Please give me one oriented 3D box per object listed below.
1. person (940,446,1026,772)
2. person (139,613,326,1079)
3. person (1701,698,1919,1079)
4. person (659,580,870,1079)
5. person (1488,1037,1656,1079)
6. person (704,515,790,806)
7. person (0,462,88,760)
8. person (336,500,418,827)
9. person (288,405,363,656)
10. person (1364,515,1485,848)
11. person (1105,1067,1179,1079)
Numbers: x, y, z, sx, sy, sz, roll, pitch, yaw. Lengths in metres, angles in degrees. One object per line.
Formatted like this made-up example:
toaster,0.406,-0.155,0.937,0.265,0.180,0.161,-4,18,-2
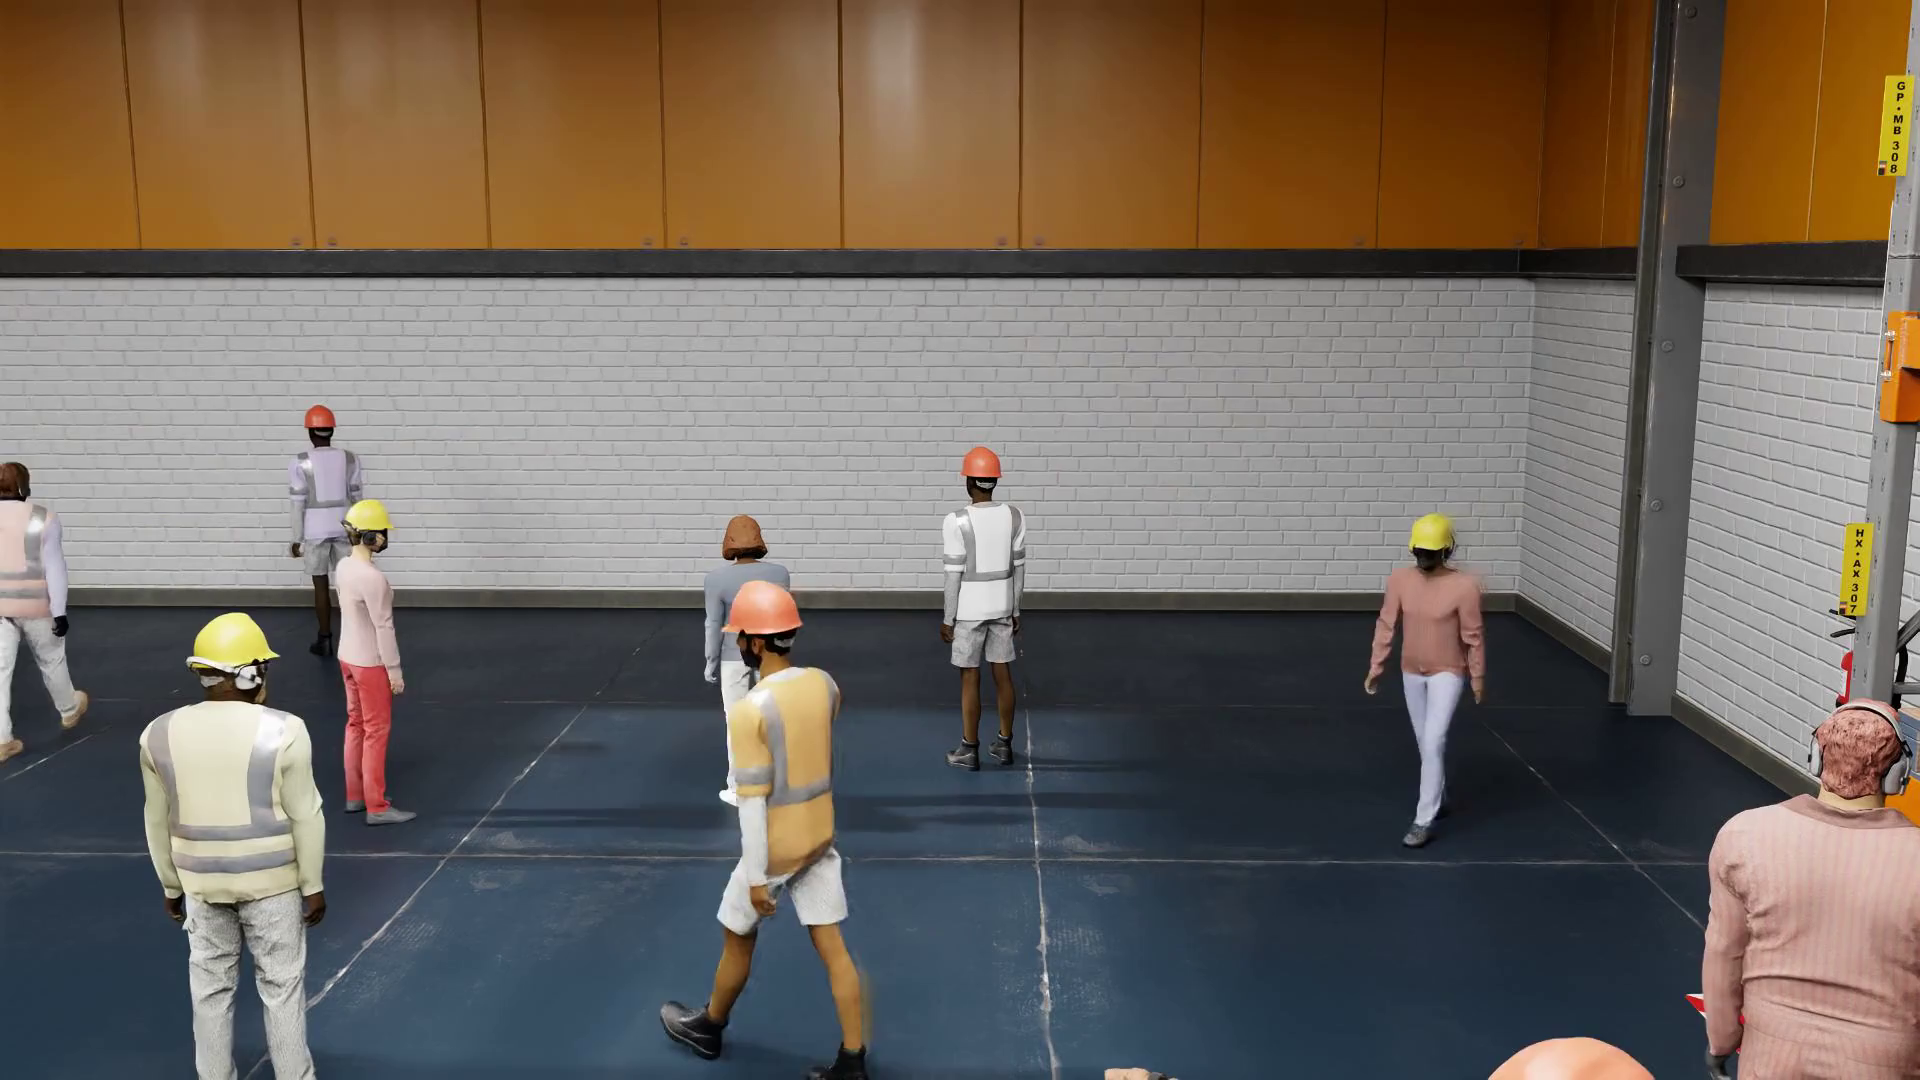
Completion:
person,0.125,0.410,9.925,0.547,1.938,0.359,-5,11,-29
person,-2.481,1.159,5.763,0.592,1.828,0.404,0,9,2
person,2.299,1.353,4.374,0.649,1.907,0.409,7,12,36
person,-0.687,1.074,6.087,0.981,1.883,0.570,7,12,37
person,0.793,1.636,2.282,0.381,2.039,0.606,-7,12,-37
person,-1.181,0.669,9.280,0.499,1.633,0.279,-4,10,-23
person,-5.853,0.401,10.405,0.653,1.787,0.984,-1,10,-8
person,-3.170,0.657,8.979,0.330,1.760,0.539,-8,12,-40
person,-4.891,-0.077,12.847,0.551,1.933,0.376,-8,12,-40
person,2.421,0.720,8.707,0.792,1.727,0.533,-9,13,-42
person,0.334,1.720,2.968,0.307,1.641,0.513,3,10,16
